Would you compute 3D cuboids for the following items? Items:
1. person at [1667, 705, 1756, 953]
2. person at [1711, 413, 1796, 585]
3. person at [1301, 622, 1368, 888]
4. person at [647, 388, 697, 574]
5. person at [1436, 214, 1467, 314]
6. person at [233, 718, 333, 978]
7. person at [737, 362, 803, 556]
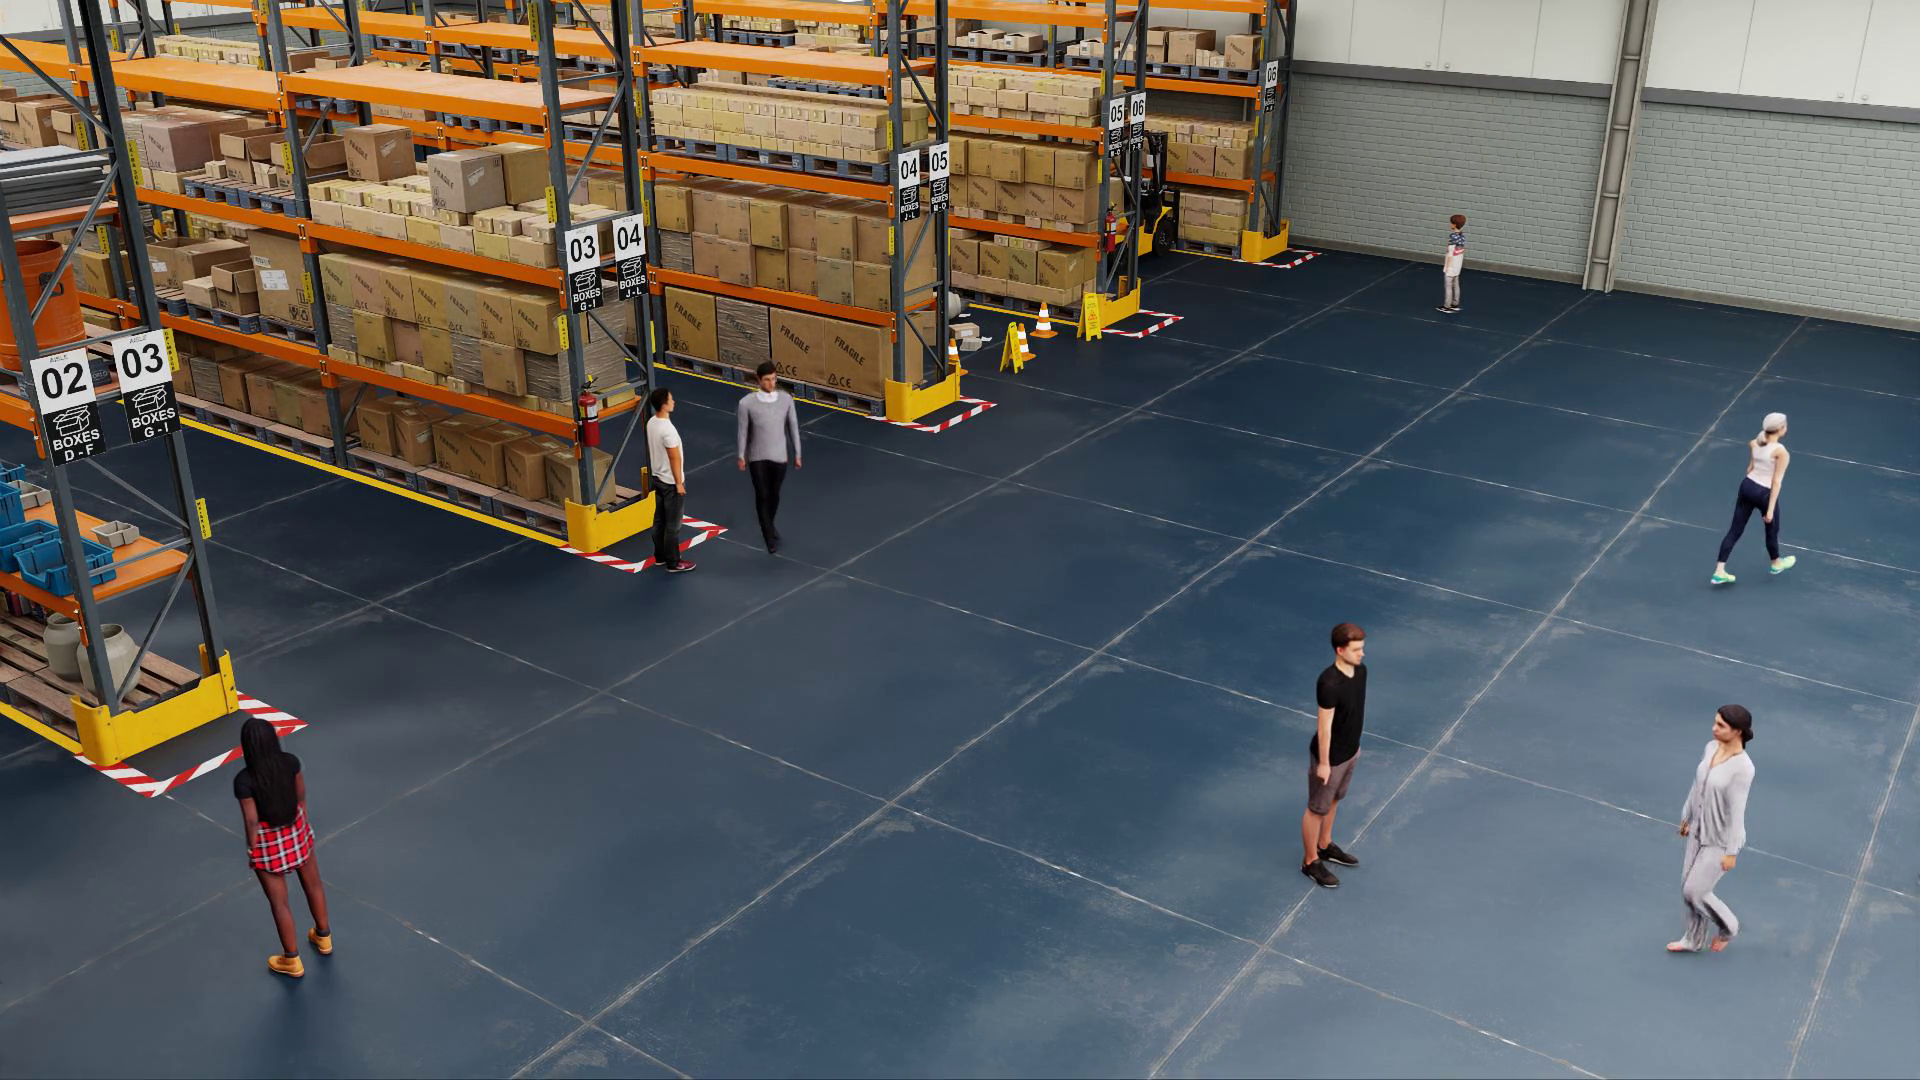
[{"bbox_3d":[4.732,1.816,10.258,0.859,1.760,0.798,-3,23,-8],"label":"person"},{"bbox_3d":[7.348,-0.343,15.471,1.112,1.653,1.192,-9,25,-20],"label":"person"},{"bbox_3d":[2.505,1.388,11.134,0.604,1.861,0.685,18,29,36],"label":"person"},{"bbox_3d":[-2.800,-0.586,15.850,0.766,1.803,0.589,-16,28,-33],"label":"person"},{"bbox_3d":[7.291,-4.093,24.563,0.519,1.438,0.533,21,31,40],"label":"person"},{"bbox_3d":[-4.168,1.860,10.196,0.592,1.727,0.609,14,27,29],"label":"person"},{"bbox_3d":[-1.920,-0.849,16.368,1.102,1.882,1.270,-10,25,-22],"label":"person"}]
